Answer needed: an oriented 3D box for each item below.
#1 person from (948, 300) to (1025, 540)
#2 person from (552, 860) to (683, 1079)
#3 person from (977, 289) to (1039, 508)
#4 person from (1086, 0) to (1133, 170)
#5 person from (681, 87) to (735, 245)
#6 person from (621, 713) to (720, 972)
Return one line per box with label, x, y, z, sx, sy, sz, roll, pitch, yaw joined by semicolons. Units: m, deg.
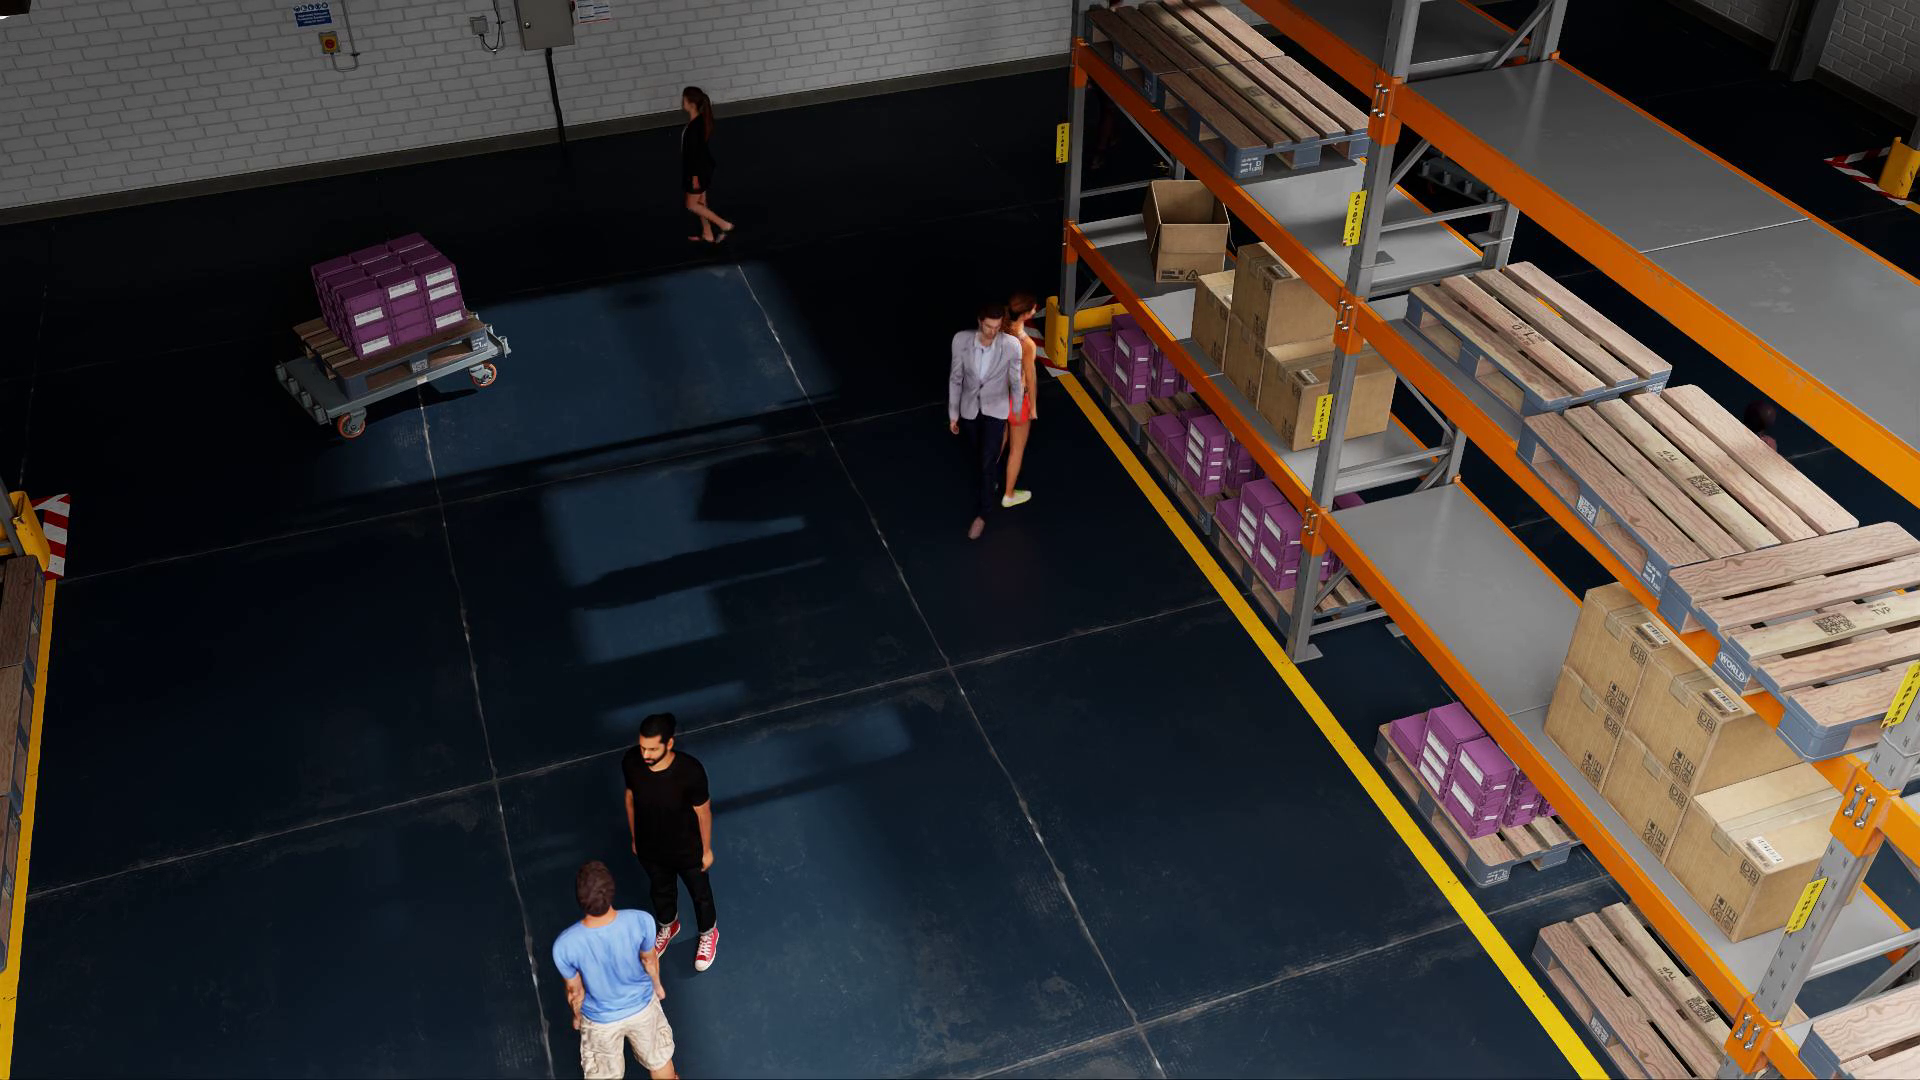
person;0.197;-0.991;11.992;1.093;1.805;1.207;12;40;15
person;-1.627;2.213;7.933;0.655;1.864;0.578;-16;41;-19
person;0.355;-0.989;12.019;0.692;1.768;0.778;28;46;30
person;1.462;-4.559;16.450;1.227;1.817;1.290;16;41;19
person;-2.317;-3.392;15.207;0.745;1.544;0.725;2;39;2
person;-1.526;1.578;8.813;0.725;1.759;0.750;8;39;10
